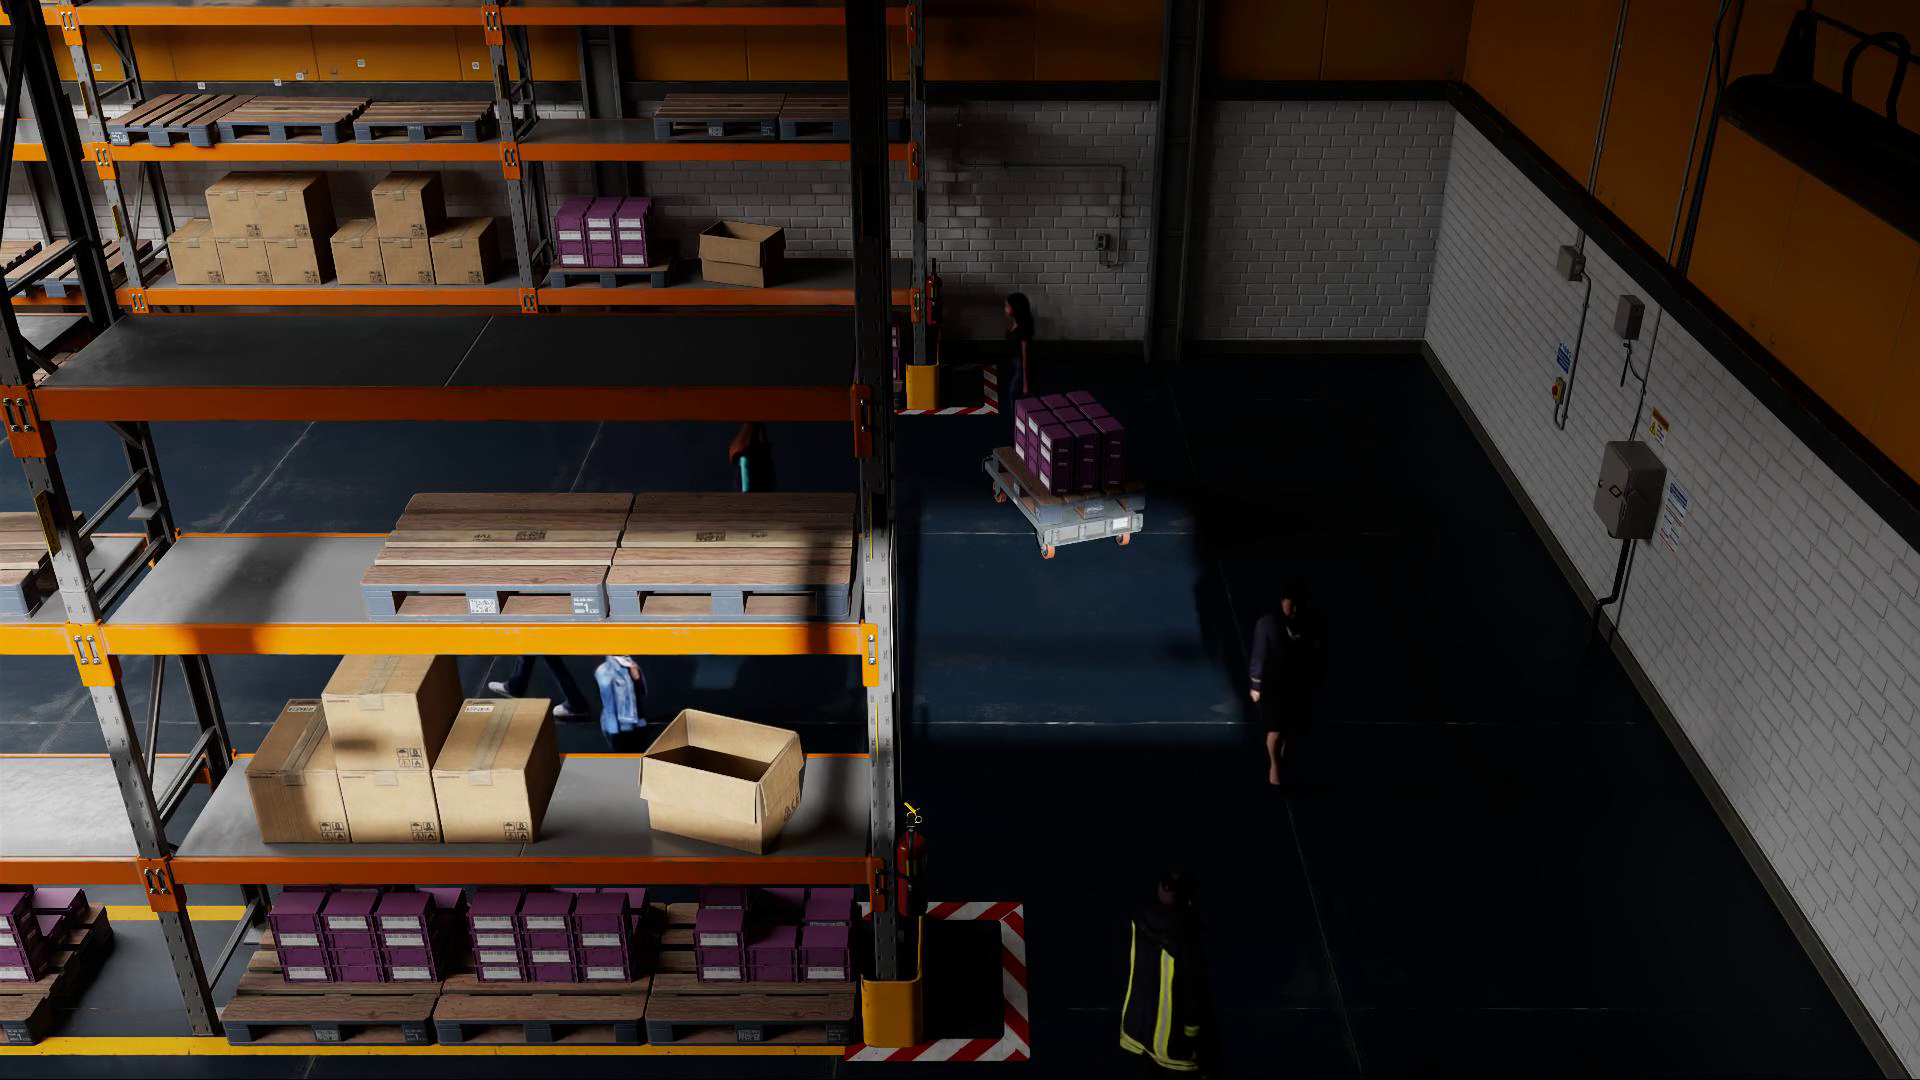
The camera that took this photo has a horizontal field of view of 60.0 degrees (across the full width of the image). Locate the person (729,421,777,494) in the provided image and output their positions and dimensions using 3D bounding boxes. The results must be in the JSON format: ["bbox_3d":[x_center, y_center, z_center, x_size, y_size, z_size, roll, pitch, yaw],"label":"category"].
[{"bbox_3d":[-1.789,-0.364,14.120,0.673,1.492,0.647,8,30,14],"label":"person"}]

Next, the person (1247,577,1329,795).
[{"bbox_3d":[2.258,0.967,11.503,0.599,1.662,0.748,0,29,0],"label":"person"}]

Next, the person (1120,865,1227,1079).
[{"bbox_3d":[1.023,2.449,8.583,0.953,1.856,0.923,-19,34,-31],"label":"person"}]
